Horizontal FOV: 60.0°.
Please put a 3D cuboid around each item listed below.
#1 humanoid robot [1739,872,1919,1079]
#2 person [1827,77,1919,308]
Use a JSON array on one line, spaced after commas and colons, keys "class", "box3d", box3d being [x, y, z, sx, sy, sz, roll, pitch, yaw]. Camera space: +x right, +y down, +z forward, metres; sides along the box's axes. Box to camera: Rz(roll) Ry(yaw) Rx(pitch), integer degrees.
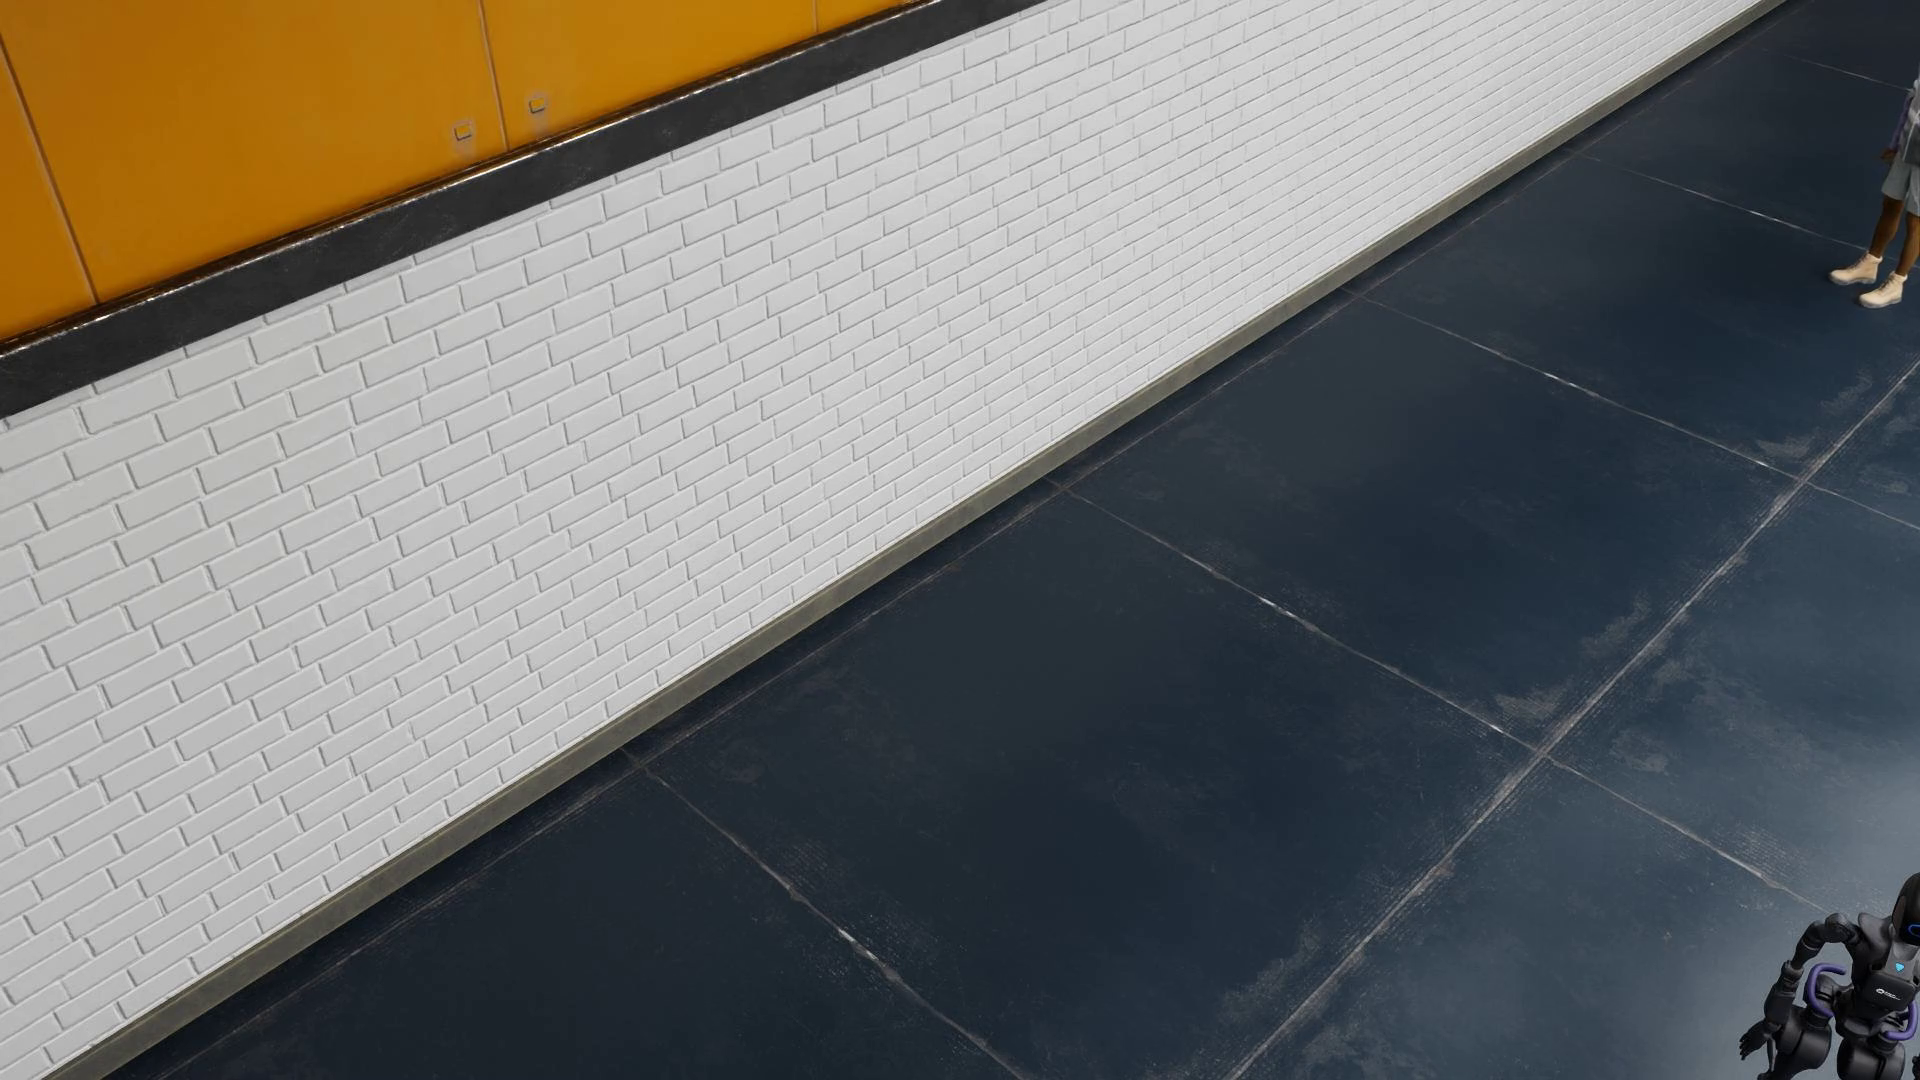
[{"class": "humanoid robot", "box3d": [3.020, 1.701, 5.654, 0.599, 1.657, 0.315, 17, 42, 20]}, {"class": "person", "box3d": [6.104, -2.442, 10.554, 0.388, 2.044, 0.606, -6, 39, -7]}]
